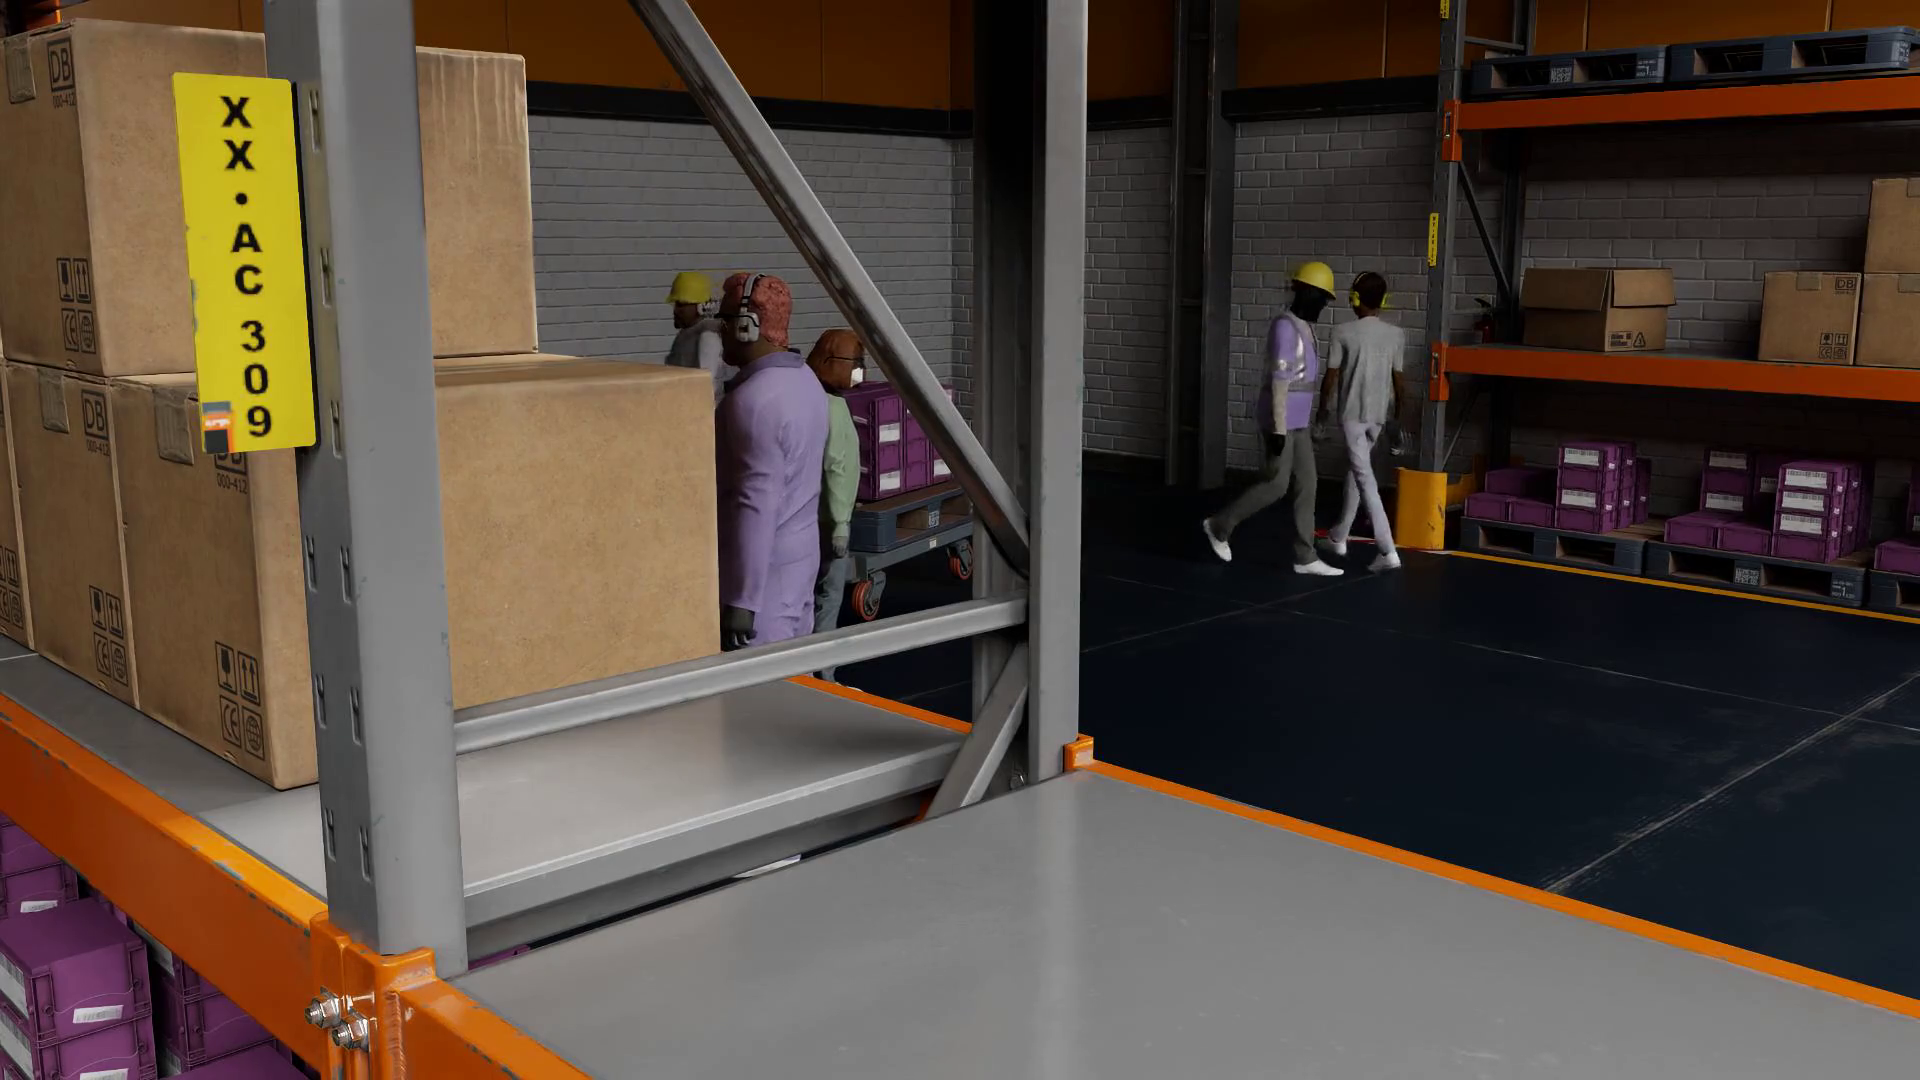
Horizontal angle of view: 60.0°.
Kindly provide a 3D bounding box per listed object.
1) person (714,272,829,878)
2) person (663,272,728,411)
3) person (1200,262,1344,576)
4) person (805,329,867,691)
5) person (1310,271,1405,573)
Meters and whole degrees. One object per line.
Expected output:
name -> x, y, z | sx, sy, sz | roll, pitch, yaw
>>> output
person -> -0.636, 0.113, 5.291 | 0.409, 1.907, 0.651 | 2, 11, 9
person -> -1.604, -0.724, 10.141 | 0.590, 1.800, 0.610 | -6, 12, -28
person -> 1.905, -0.724, 9.985 | 0.813, 1.875, 0.619 | 5, 12, 27
person -> -0.530, -0.076, 7.074 | 0.285, 1.631, 0.502 | -1, 10, -7
person -> 2.479, -0.731, 10.176 | 0.503, 1.819, 1.011 | -4, 11, -21
